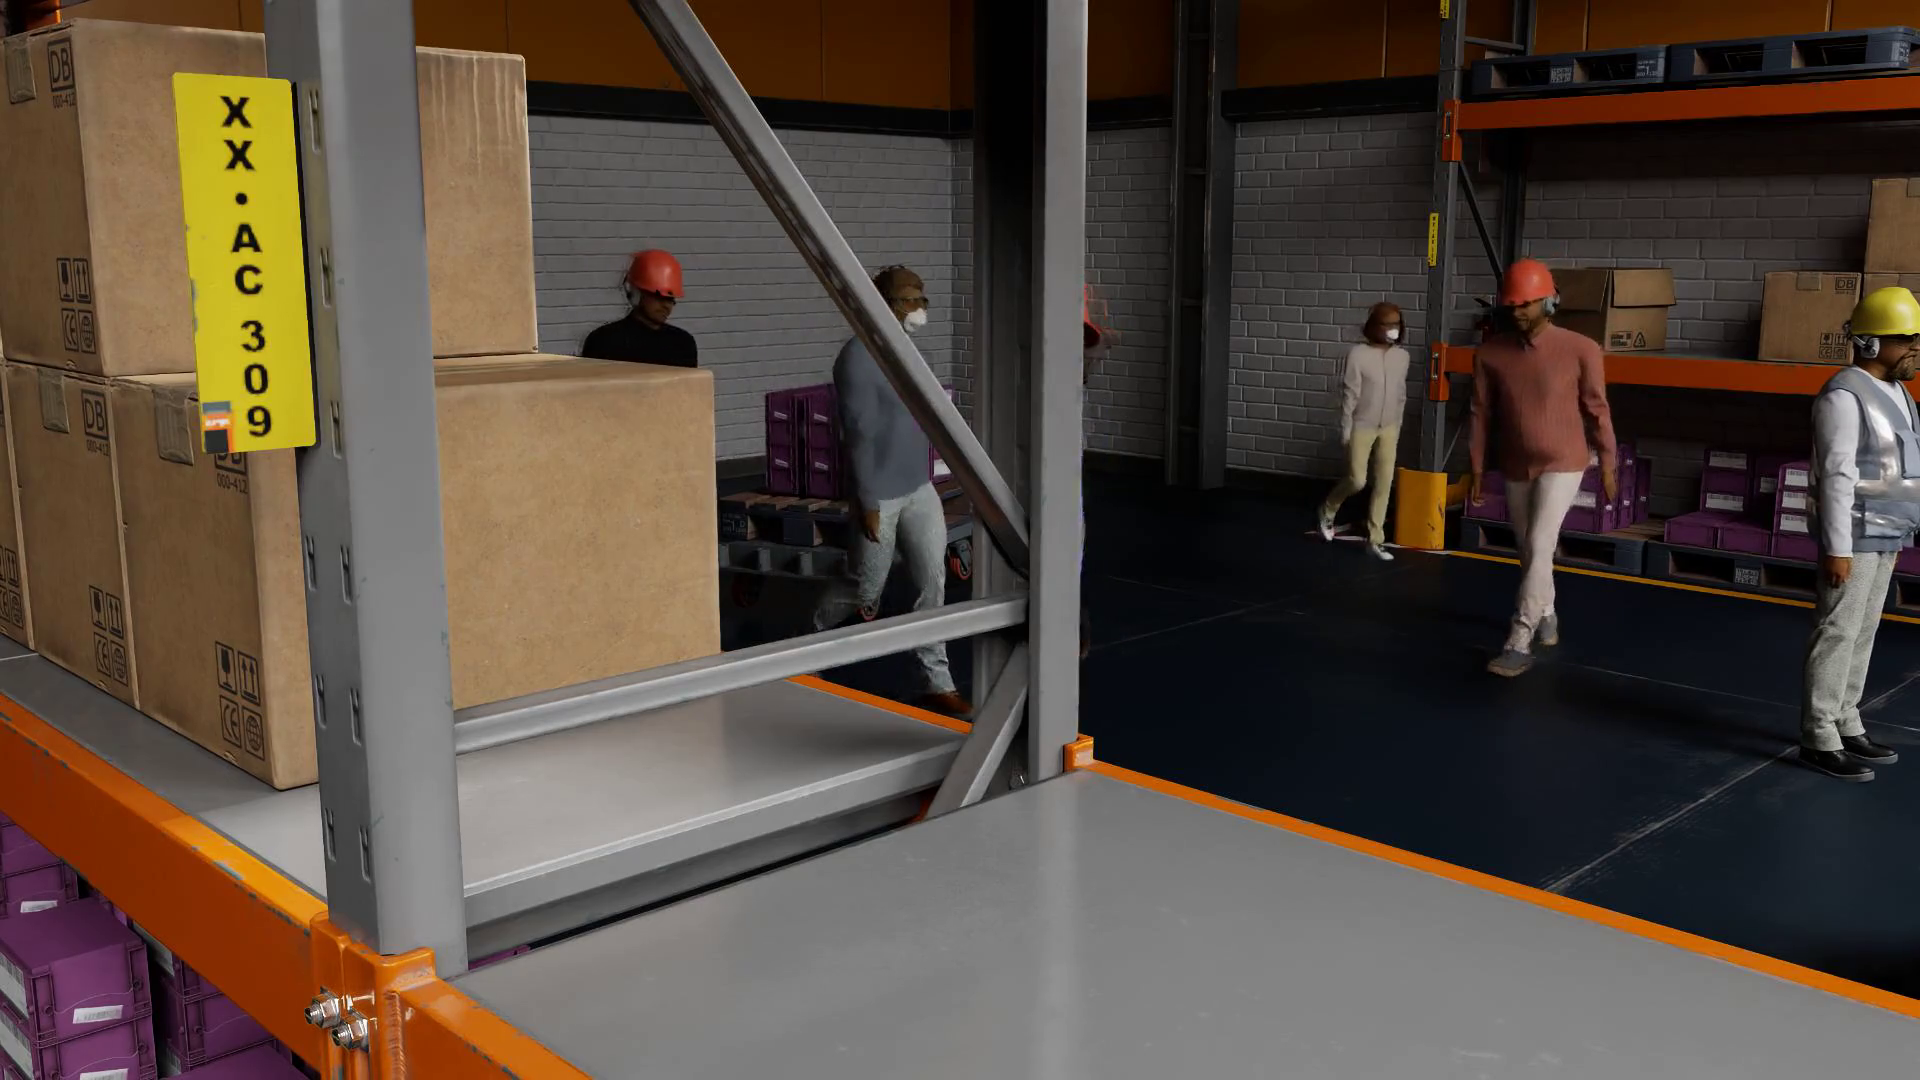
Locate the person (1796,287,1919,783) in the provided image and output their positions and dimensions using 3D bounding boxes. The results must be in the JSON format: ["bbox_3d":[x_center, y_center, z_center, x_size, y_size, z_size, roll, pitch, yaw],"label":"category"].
[{"bbox_3d":[3.398,-0.024,6.245,0.600,1.832,0.404,-10,15,-44],"label":"person"}]

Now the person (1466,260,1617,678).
[{"bbox_3d":[2.769,-0.369,7.917,0.651,1.923,1.042,9,14,40],"label":"person"}]

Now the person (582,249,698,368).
[{"bbox_3d":[-1.436,-0.336,7.615,0.481,1.961,0.628,8,13,37],"label":"person"}]

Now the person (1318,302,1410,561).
[{"bbox_3d":[2.565,-0.702,10.533,0.520,1.610,0.593,-4,11,-22],"label":"person"}]

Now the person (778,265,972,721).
[{"bbox_3d":[-0.349,-0.204,7.039,0.904,1.915,0.635,8,13,36],"label":"person"}]

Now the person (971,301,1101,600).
[{"bbox_3d":[0.184,0.204,4.838,0.409,1.899,0.613,1,10,7],"label":"person"}]
